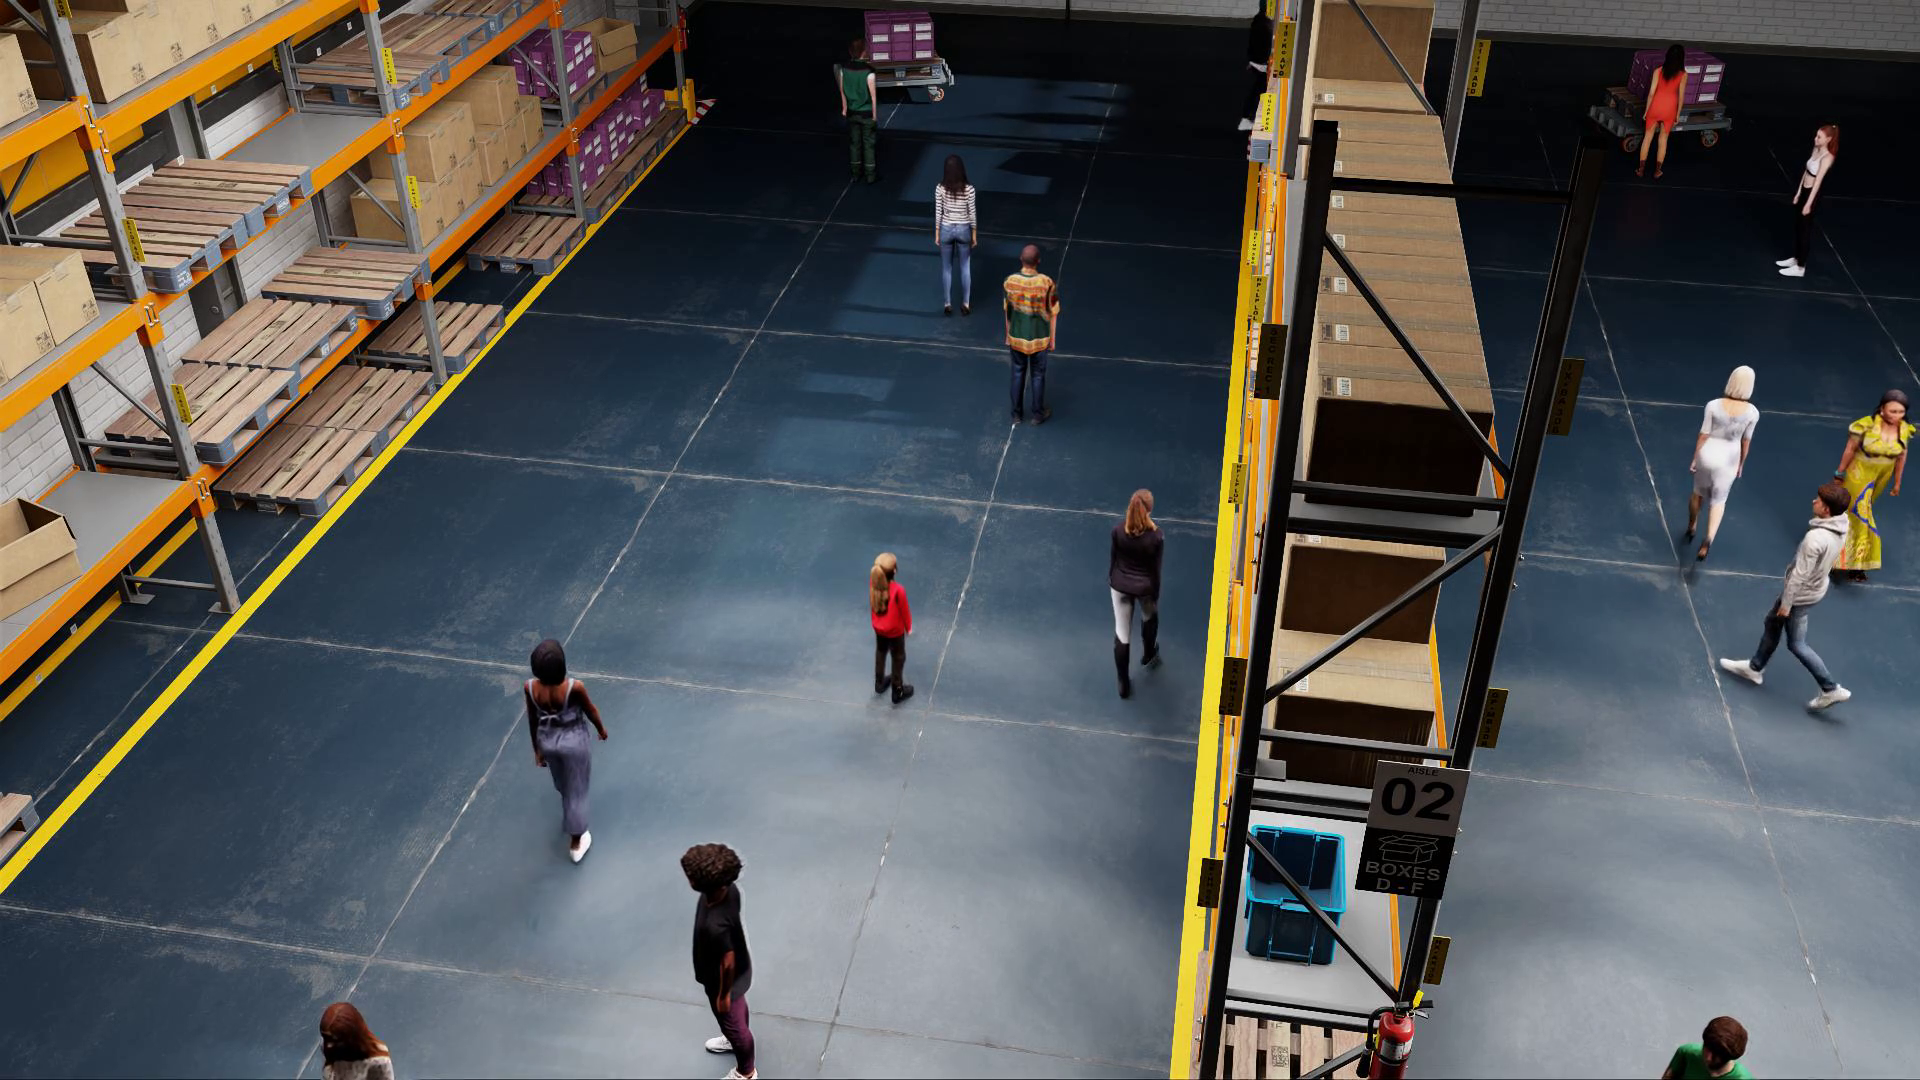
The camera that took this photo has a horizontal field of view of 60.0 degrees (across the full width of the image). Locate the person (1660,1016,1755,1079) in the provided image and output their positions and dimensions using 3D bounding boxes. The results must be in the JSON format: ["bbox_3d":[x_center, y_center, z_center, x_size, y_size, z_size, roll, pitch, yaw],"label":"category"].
[{"bbox_3d":[3.733,3.012,8.485,0.671,1.651,0.684,25,41,33],"label":"person"}]

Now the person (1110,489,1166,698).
[{"bbox_3d":[1.272,0.430,12.316,0.570,1.709,0.865,7,34,10],"label":"person"}]

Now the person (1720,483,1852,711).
[{"bbox_3d":[6.270,0.438,12.198,1.131,1.828,1.211,26,42,33],"label":"person"}]

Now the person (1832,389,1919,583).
[{"bbox_3d":[7.521,-0.542,13.872,0.877,1.606,1.356,-1,34,-2],"label":"person"}]

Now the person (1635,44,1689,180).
[{"bbox_3d":[8.927,-5.450,21.155,0.624,1.719,0.558,11,35,16],"label":"person"}]

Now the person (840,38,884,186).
[{"bbox_3d":[-1.249,-5.414,20.989,0.695,1.842,0.666,14,36,20],"label":"person"}]

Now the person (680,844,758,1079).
[{"bbox_3d":[-1.322,2.380,9.318,0.751,1.782,0.607,-6,34,-10],"label":"person"}]

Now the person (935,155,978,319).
[{"bbox_3d":[-0.051,-3.236,17.755,0.622,1.794,0.548,2,34,2],"label":"person"}]

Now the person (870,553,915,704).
[{"bbox_3d":[-0.521,0.649,12.373,0.586,1.282,0.633,22,40,30],"label":"person"}]

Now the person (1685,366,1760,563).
[{"bbox_3d":[6.302,-0.599,13.846,0.716,1.731,1.030,13,36,19],"label":"person"}]

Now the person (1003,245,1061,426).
[{"bbox_3d":[0.655,-1.944,15.802,0.702,1.806,0.658,8,34,11],"label":"person"}]

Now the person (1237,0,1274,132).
[{"bbox_3d":[3.990,-6.439,22.572,0.941,1.796,0.971,-7,34,-10],"label":"person"}]

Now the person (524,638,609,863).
[{"bbox_3d":[-2.597,1.406,10.882,0.586,1.672,0.948,4,34,7],"label":"person"}]

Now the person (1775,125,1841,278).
[{"bbox_3d":[9.564,-3.829,18.697,0.626,1.740,0.445,6,34,9],"label":"person"}]

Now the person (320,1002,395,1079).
[{"bbox_3d":[-2.993,2.898,8.615,0.682,1.697,1.023,11,35,16],"label":"person"}]
